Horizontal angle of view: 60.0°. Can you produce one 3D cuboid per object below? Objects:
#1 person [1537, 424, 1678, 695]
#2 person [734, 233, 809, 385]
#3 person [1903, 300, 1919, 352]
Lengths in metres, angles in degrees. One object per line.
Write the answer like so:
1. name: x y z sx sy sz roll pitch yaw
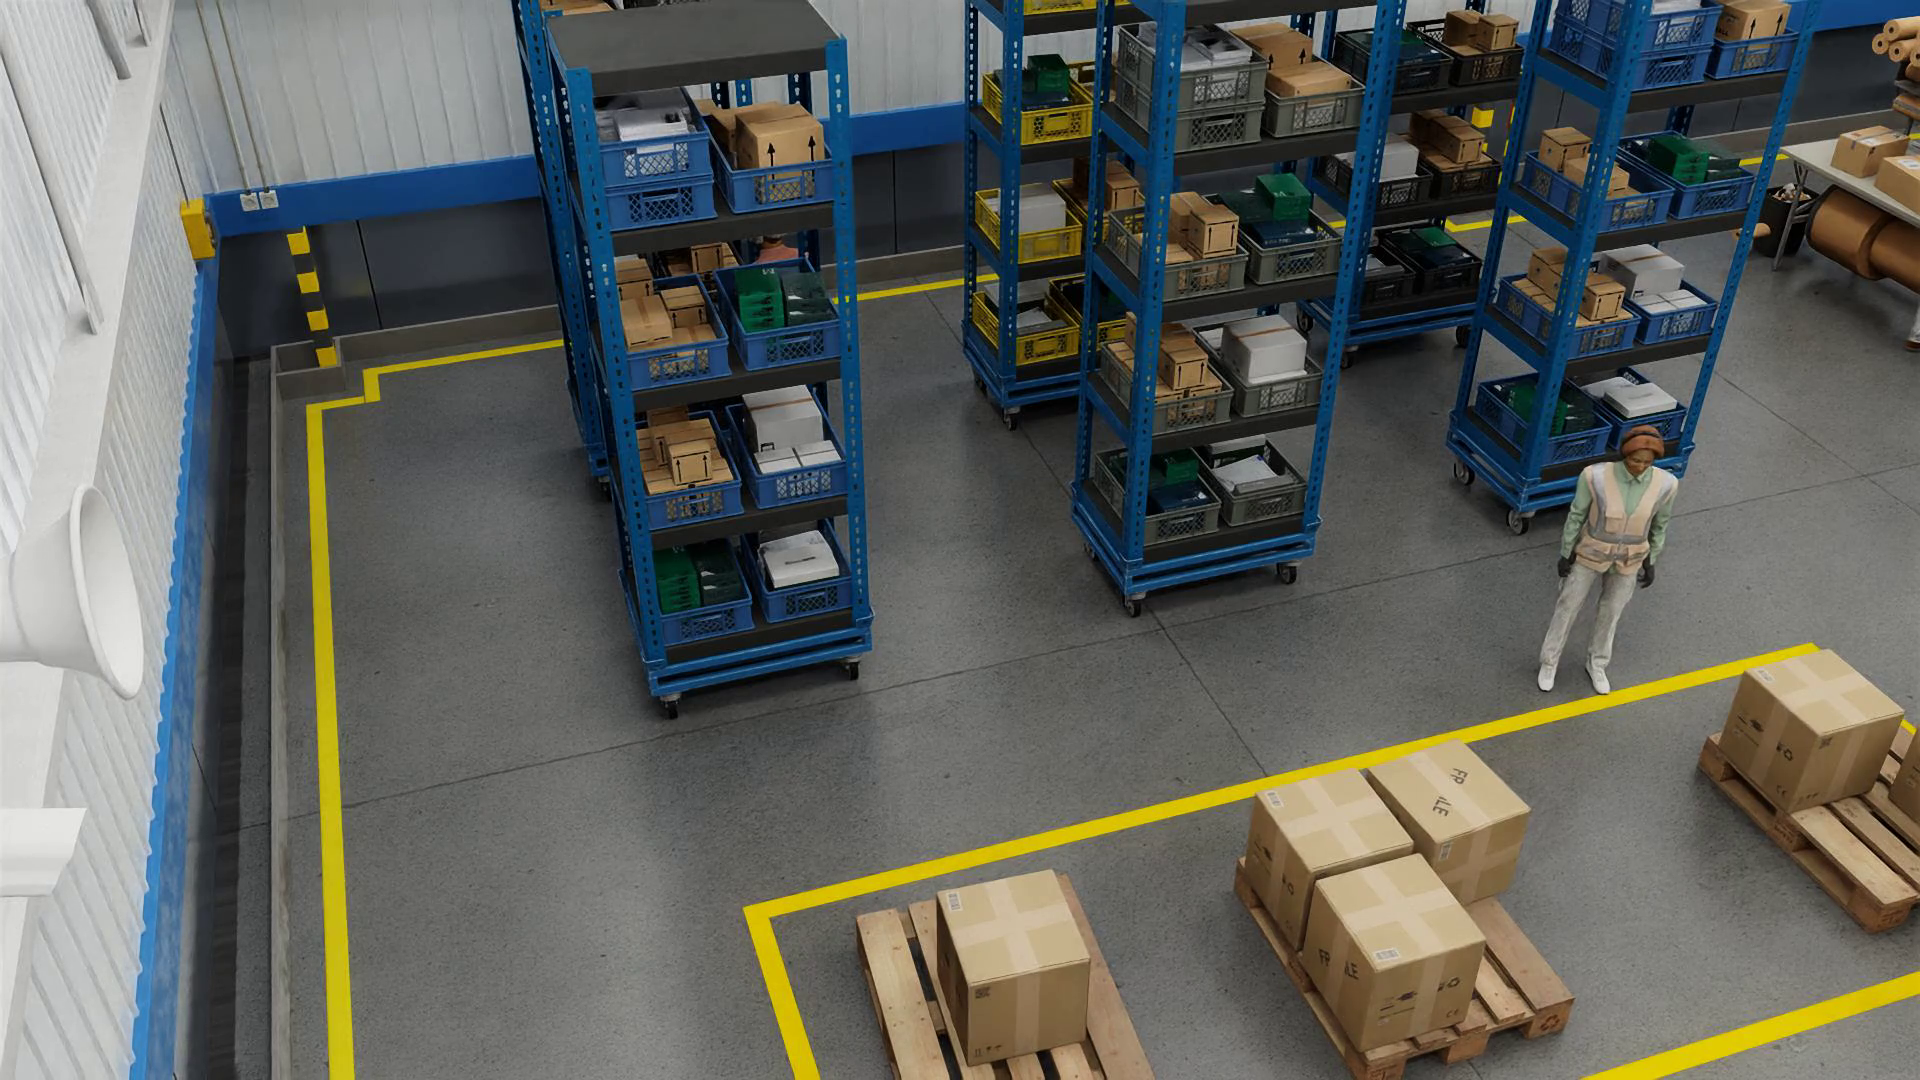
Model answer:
1. person: 3.385 0.103 8.706 0.511 1.640 0.308 4 35 5
2. person: -1.122 -1.173 10.227 0.623 1.980 0.412 -29 44 -35
3. person: 7.100 -2.095 11.579 0.376 1.930 0.626 0 35 0
